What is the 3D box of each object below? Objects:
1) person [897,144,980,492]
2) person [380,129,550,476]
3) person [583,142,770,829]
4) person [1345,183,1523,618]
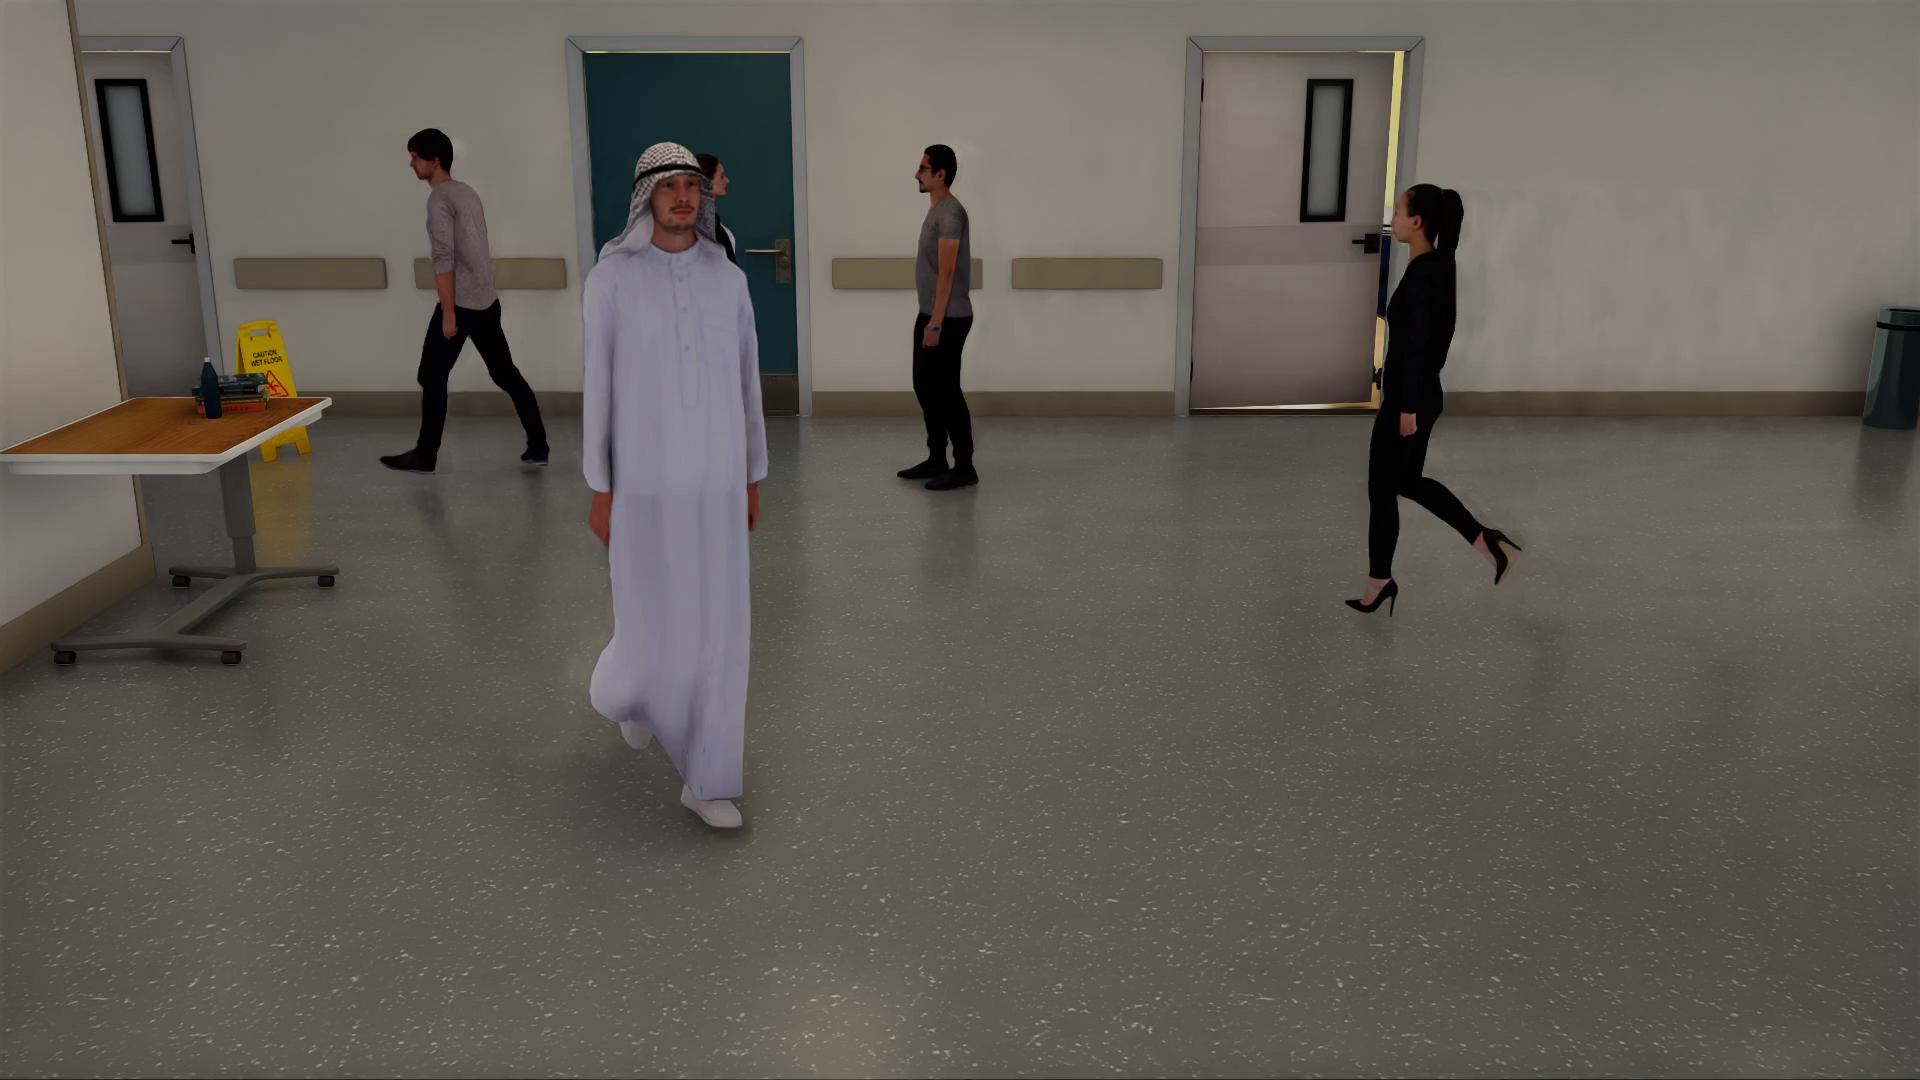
[{"bbox_3d":[-0.058,-1.145,8.587,0.687,1.749,0.696,-4,16,-13],"label":"person"},{"bbox_3d":[-2.521,-1.210,8.732,1.074,1.797,0.848,3,16,11],"label":"person"},{"bbox_3d":[-0.845,-0.158,4.787,1.049,1.911,1.034,-9,18,-30],"label":"person"},{"bbox_3d":[1.815,-0.503,6.402,0.976,1.699,0.803,6,17,21],"label":"person"}]
